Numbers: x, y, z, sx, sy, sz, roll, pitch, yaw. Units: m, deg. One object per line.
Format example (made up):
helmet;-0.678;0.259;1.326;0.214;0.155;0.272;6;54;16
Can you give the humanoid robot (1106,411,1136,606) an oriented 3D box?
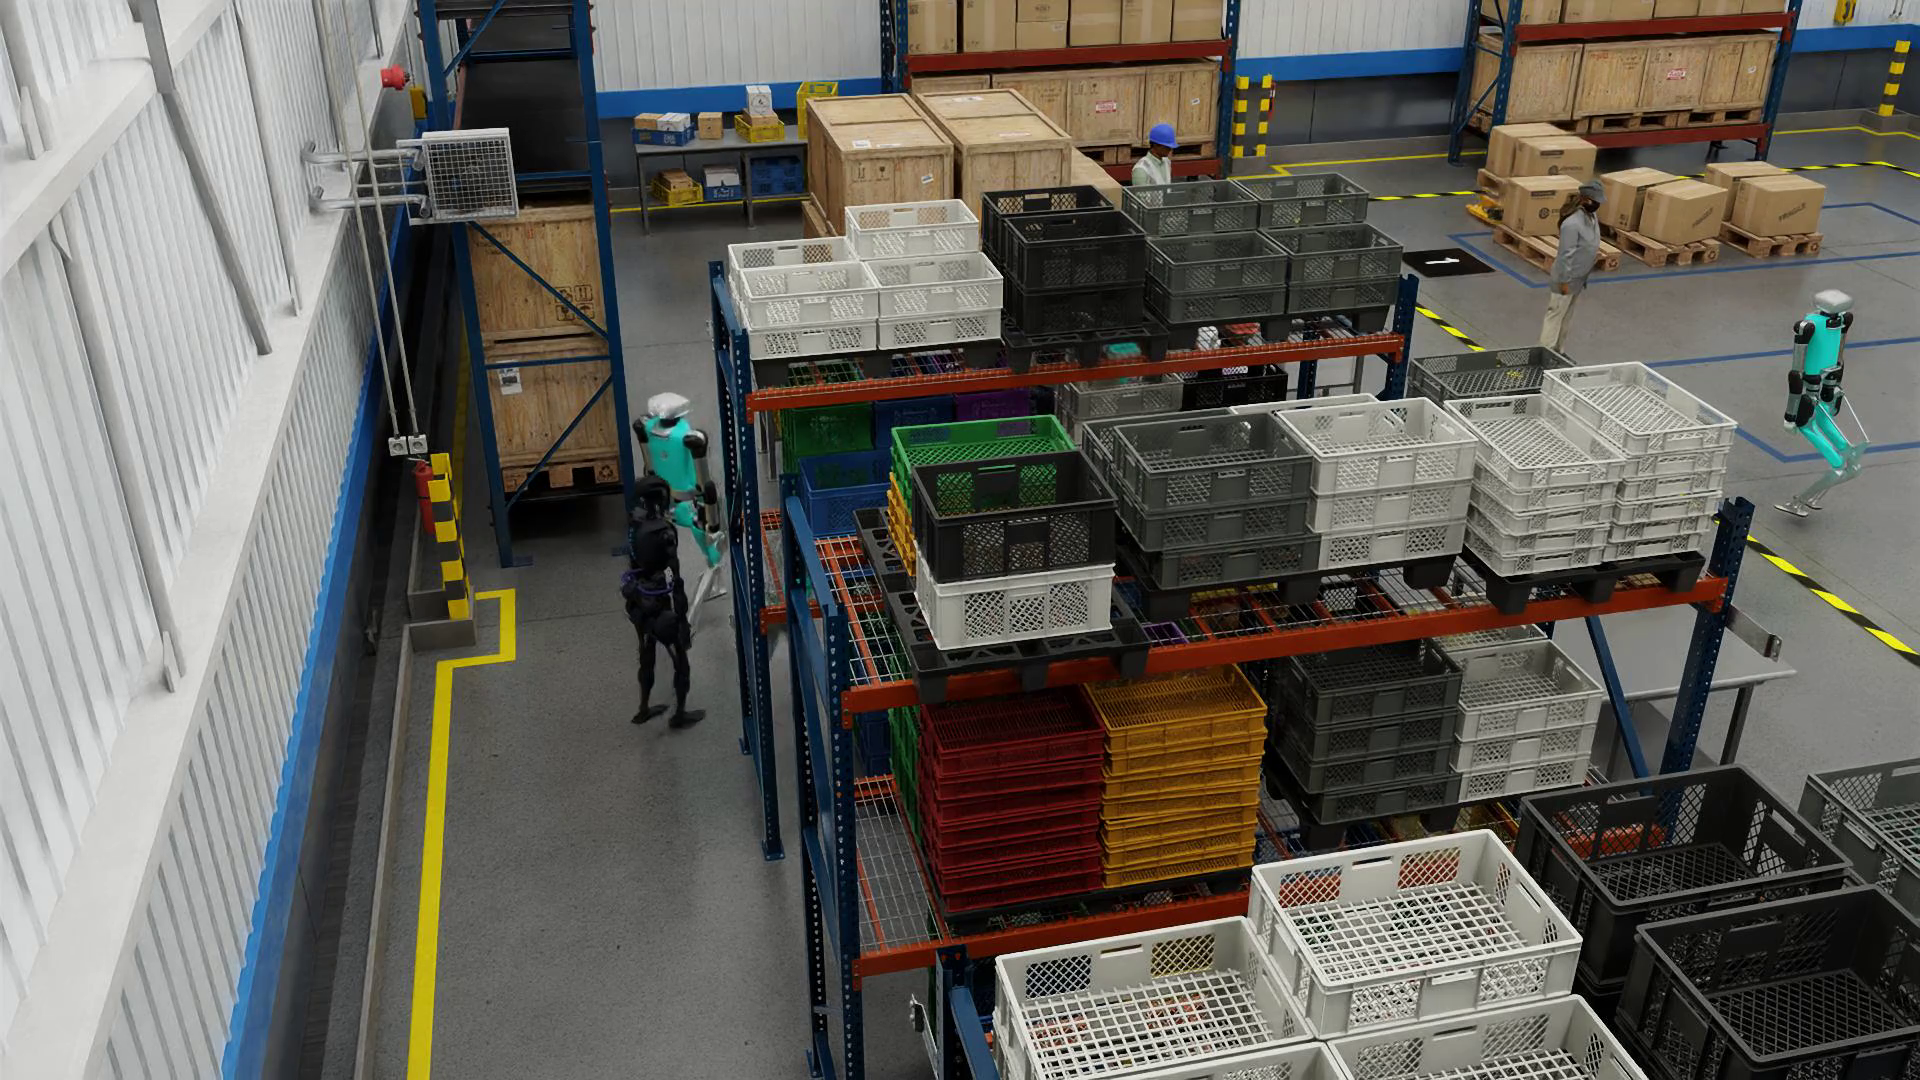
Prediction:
humanoid robot;1.018;-0.080;10.749;0.742;1.651;0.601;0;28;1

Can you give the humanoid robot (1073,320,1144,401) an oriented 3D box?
humanoid robot;1.127;-1.272;12.981;0.539;1.870;0.786;-18;32;-30

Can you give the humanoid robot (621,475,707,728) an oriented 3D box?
humanoid robot;-1.790;0.365;9.844;0.373;1.652;0.591;-22;35;-36

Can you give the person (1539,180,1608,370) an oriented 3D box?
person;5.481;-2.368;14.934;0.403;1.763;0.561;21;34;34

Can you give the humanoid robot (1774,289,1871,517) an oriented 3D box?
humanoid robot;6.365;-0.939;12.105;0.533;1.681;0.735;-14;31;-25

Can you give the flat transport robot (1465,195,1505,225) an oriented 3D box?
flat transport robot;6.710;-3.898;19.413;1.431;0.197;0.652;-6;28;-12

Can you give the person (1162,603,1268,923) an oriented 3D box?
person;1.278;1.129;8.218;0.622;1.844;0.429;-12;30;-22

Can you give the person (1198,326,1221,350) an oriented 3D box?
person;1.891;-0.986;12.183;0.355;1.886;0.573;-4;28;-8

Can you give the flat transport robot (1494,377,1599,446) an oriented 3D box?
flat transport robot;4.780;-1.036;14.013;0.659;0.231;1.431;-6;28;-12

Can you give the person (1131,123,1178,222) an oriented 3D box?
person;1.856;-3.059;16.070;0.417;1.931;0.618;18;33;31

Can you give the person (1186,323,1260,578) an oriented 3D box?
person;1.799;-0.660;11.418;0.403;2.031;0.609;-23;36;-37

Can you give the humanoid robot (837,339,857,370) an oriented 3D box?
humanoid robot;-0.768;-0.990;12.419;0.350;1.656;0.616;-4;28;-7

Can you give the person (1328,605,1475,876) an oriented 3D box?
person;2.268;1.081;8.388;0.921;1.777;0.588;-4;28;-7

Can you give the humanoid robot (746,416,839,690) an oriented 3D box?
humanoid robot;-1.088;0.135;10.246;0.957;1.769;0.533;-22;35;-36

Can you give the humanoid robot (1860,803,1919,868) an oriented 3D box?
humanoid robot;3.975;1.840;6.873;0.535;1.701;0.730;-5;28;-10

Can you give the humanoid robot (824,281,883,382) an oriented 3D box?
humanoid robot;-0.922;-1.096;12.581;0.988;1.764;0.568;-4;28;-8

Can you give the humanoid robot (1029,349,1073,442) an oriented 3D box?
humanoid robot;0.645;-0.599;11.704;0.480;1.653;0.610;19;33;31

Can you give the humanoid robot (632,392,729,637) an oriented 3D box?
humanoid robot;-1.675;-0.225;10.907;0.540;1.761;0.893;15;31;26
